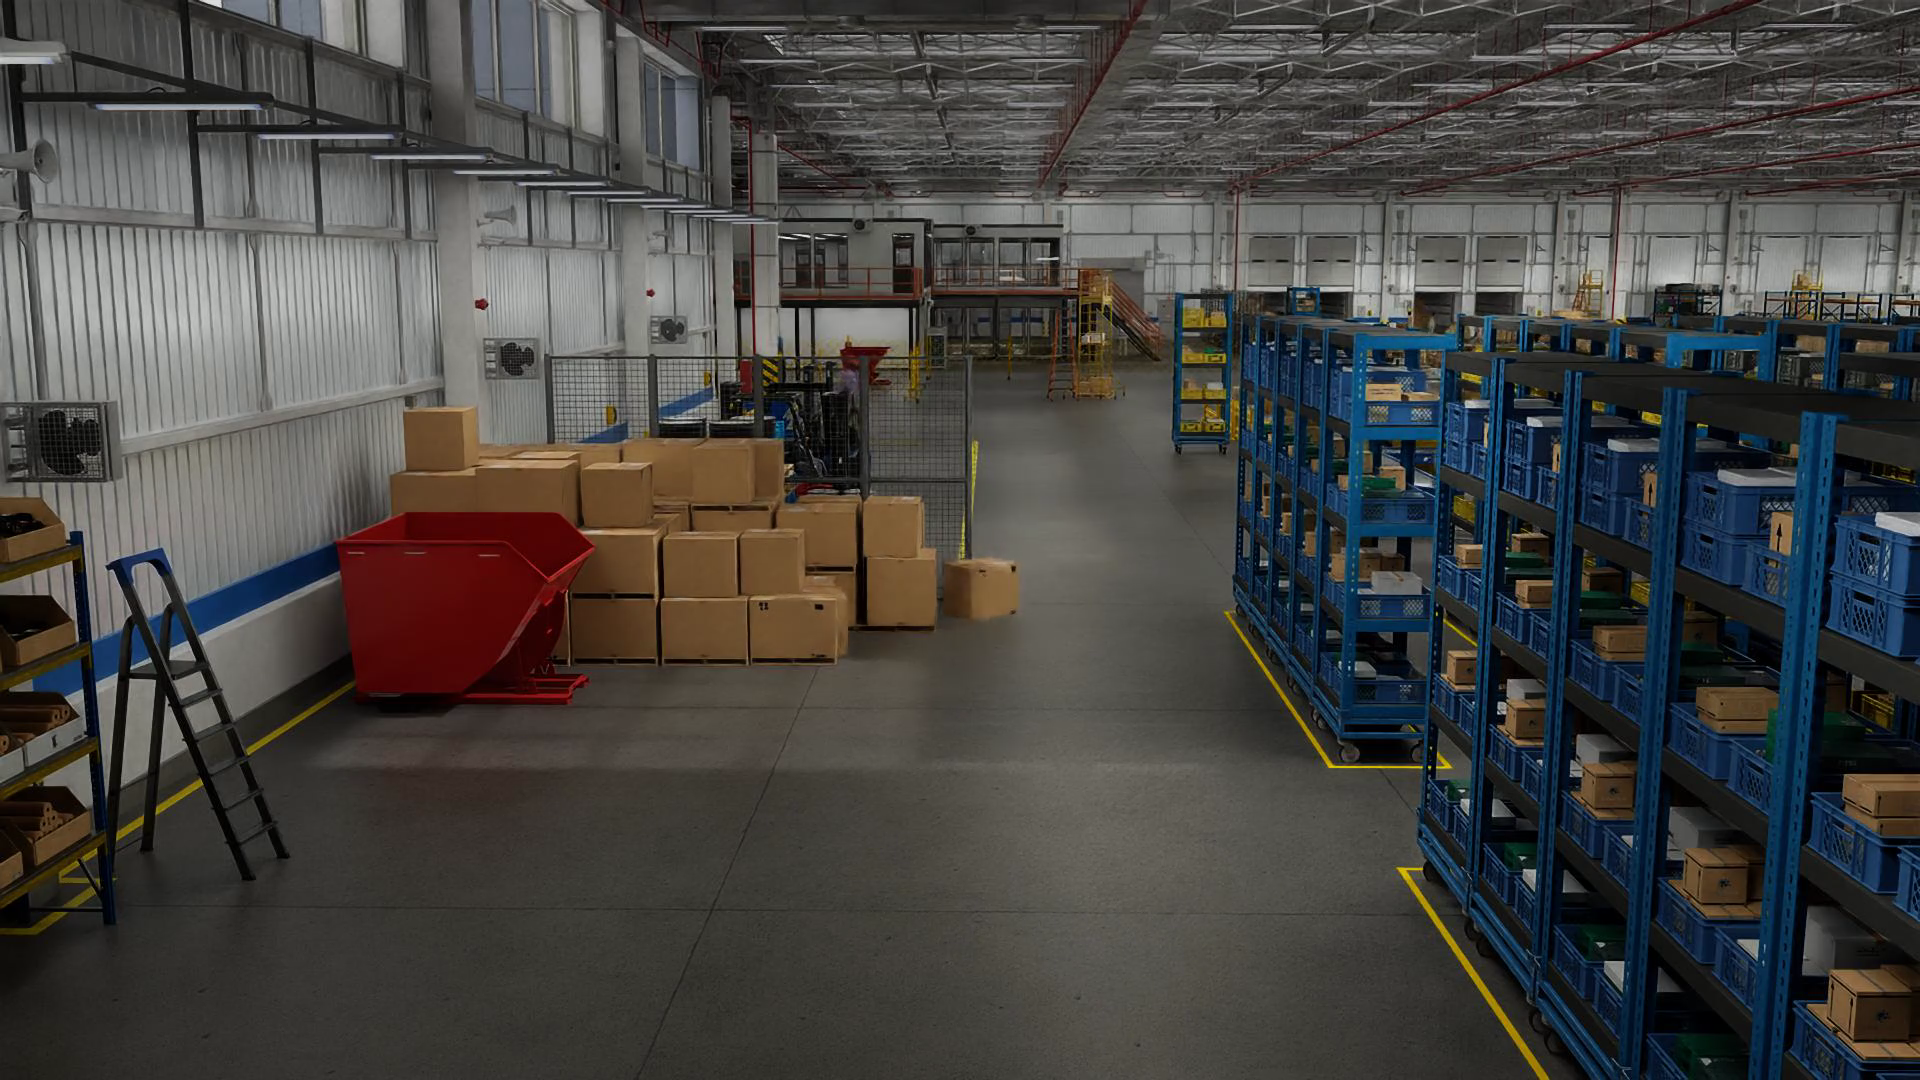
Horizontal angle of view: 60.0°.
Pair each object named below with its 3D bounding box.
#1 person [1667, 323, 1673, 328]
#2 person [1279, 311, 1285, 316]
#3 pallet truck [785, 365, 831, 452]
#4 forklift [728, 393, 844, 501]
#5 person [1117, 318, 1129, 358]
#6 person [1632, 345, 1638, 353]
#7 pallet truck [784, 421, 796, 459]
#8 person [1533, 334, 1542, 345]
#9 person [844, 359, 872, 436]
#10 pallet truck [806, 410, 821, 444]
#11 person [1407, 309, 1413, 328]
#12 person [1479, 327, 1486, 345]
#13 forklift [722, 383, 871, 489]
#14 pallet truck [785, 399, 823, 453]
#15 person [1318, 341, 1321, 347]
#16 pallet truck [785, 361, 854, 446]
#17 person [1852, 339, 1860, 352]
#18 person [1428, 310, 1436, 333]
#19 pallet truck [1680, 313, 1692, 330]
[{"bbox_3d":[30.376,-8.326,70.981,0.863,1.894,0.598,3,10,16],"label":"person"},{"bbox_3d":[18.280,-12.100,94.573,1.007,1.776,0.622,1,9,6],"label":"person"},{"bbox_3d":[-3.774,-2.976,37.635,1.885,1.965,0.823,1,9,5],"label":"pallet truck"},{"bbox_3d":[-2.979,-1.316,26.476,2.680,1.987,1.157,0,9,1],"label":"forklift"},{"bbox_3d":[7.646,-9.471,78.046,0.574,1.886,0.361,4,10,21],"label":"person"},{"bbox_3d":[25.925,-7.031,63.521,0.551,1.718,0.808,-8,12,-41],"label":"person"},{"bbox_3d":[-4.013,-1.793,32.705,1.601,1.201,0.680,0,9,1],"label":"pallet truck"},{"bbox_3d":[20.792,-6.535,59.802,0.907,1.936,0.613,1,9,5],"label":"person"},{"bbox_3d":[-2.604,-3.600,41.531,1.032,1.994,0.623,8,12,40],"label":"person"},{"bbox_3d":[-3.559,-2.018,33.905,1.522,1.261,0.704,0,9,-1],"label":"pallet truck"},{"bbox_3d":[25.590,-12.174,94.628,0.396,1.919,0.588,5,11,30],"label":"person"},{"bbox_3d":[24.561,-9.492,78.015,0.353,1.937,0.635,8,12,42],"label":"person"},{"bbox_3d":[-2.893,-1.687,28.729,2.680,1.987,1.157,0,9,-1],"label":"forklift"},{"bbox_3d":[-3.814,-2.432,36.419,1.630,1.274,0.653,0,9,1],"label":"pallet truck"},{"bbox_3d":[14.257,-7.381,65.045,0.540,1.930,0.382,-1,9,-5],"label":"person"},{"bbox_3d":[-3.410,-3.193,38.978,1.885,1.965,0.823,0,9,-1],"label":"pallet truck"},{"bbox_3d":[32.296,-6.546,59.908,0.556,1.916,0.697,-5,10,-26],"label":"person"},{"bbox_3d":[25.888,-11.673,91.545,0.648,1.913,0.632,4,10,22],"label":"person"},{"bbox_3d":[36.315,-10.531,84.244,0.823,1.965,1.885,-6,11,-33],"label":"pallet truck"}]
